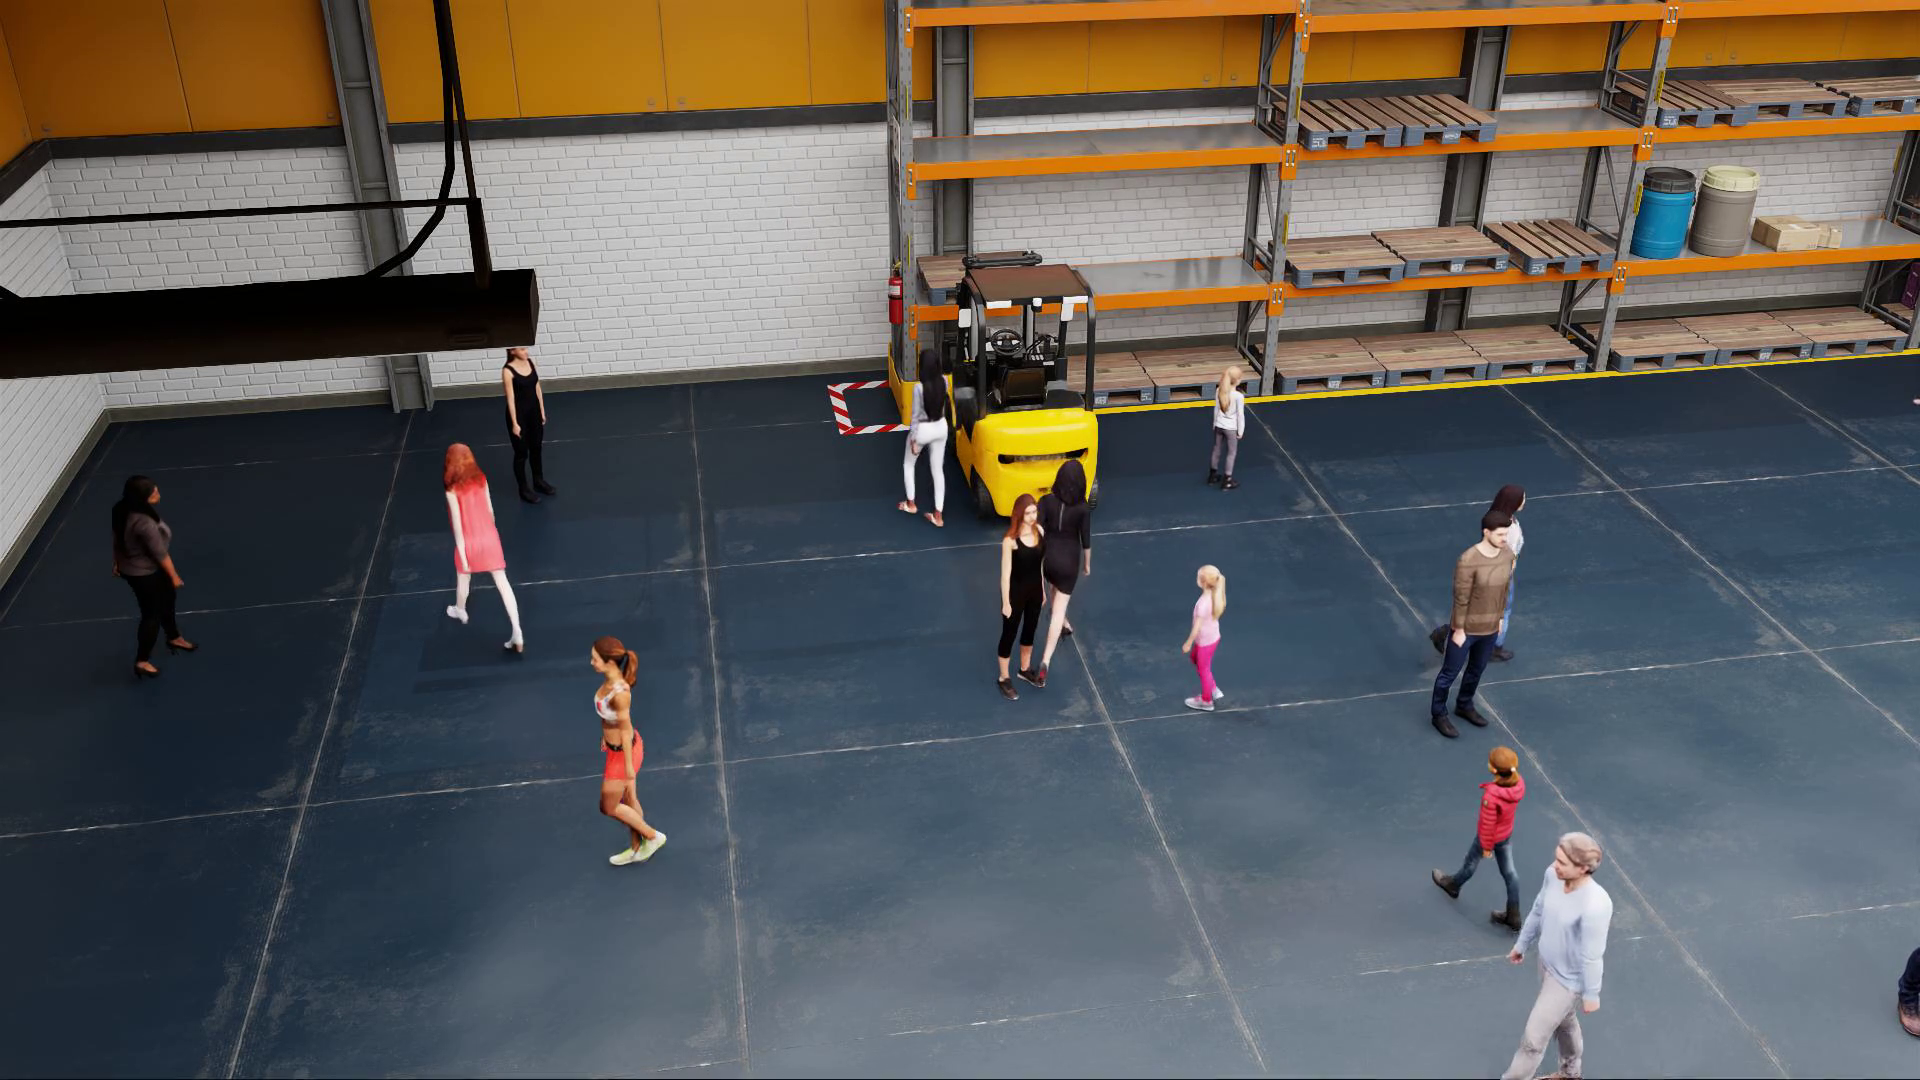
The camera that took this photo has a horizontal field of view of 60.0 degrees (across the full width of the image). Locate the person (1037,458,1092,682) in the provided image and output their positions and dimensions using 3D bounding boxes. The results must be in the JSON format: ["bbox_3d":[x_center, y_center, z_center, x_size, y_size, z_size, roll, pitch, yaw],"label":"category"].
[{"bbox_3d":[0.755,0.283,13.198,1.199,1.743,1.128,12,31,21],"label":"person"}]

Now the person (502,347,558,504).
[{"bbox_3d":[-4.175,-1.181,15.939,0.728,1.688,0.676,17,33,28],"label":"person"}]

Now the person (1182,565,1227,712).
[{"bbox_3d":[1.952,0.774,12.801,0.645,1.262,0.588,12,31,21],"label":"person"}]

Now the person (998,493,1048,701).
[{"bbox_3d":[0.489,0.410,12.983,0.592,1.725,0.710,-21,35,-33],"label":"person"}]

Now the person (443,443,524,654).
[{"bbox_3d":[-3.836,0.119,13.479,1.181,1.761,1.168,21,35,33],"label":"person"}]

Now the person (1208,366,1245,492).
[{"bbox_3d":[2.595,-1.097,16.215,0.585,1.277,0.633,24,37,37],"label":"person"}]

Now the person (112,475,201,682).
[{"bbox_3d":[-6.471,0.316,13.090,0.938,1.789,1.002,17,33,28],"label":"person"}]

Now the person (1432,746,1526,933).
[{"bbox_3d":[3.487,1.929,10.658,0.917,1.286,0.810,-18,33,-29],"label":"person"}]

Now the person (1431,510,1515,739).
[{"bbox_3d":[3.856,0.605,12.459,0.588,1.885,0.764,-13,31,-22],"label":"person"}]

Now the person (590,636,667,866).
[{"bbox_3d":[-2.163,1.413,11.087,0.653,1.781,0.596,-8,30,-13],"label":"person"}]

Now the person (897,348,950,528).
[{"bbox_3d":[-0.227,-0.925,15.460,0.837,1.697,0.831,-17,33,-28],"label":"person"}]

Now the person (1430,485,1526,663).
[{"bbox_3d":[4.201,0.298,13.313,0.954,1.607,0.611,-6,29,-10],"label":"person"}]

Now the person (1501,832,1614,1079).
[{"bbox_3d":[3.426,2.390,9.213,1.029,1.860,0.695,-4,29,-7],"label":"person"}]
